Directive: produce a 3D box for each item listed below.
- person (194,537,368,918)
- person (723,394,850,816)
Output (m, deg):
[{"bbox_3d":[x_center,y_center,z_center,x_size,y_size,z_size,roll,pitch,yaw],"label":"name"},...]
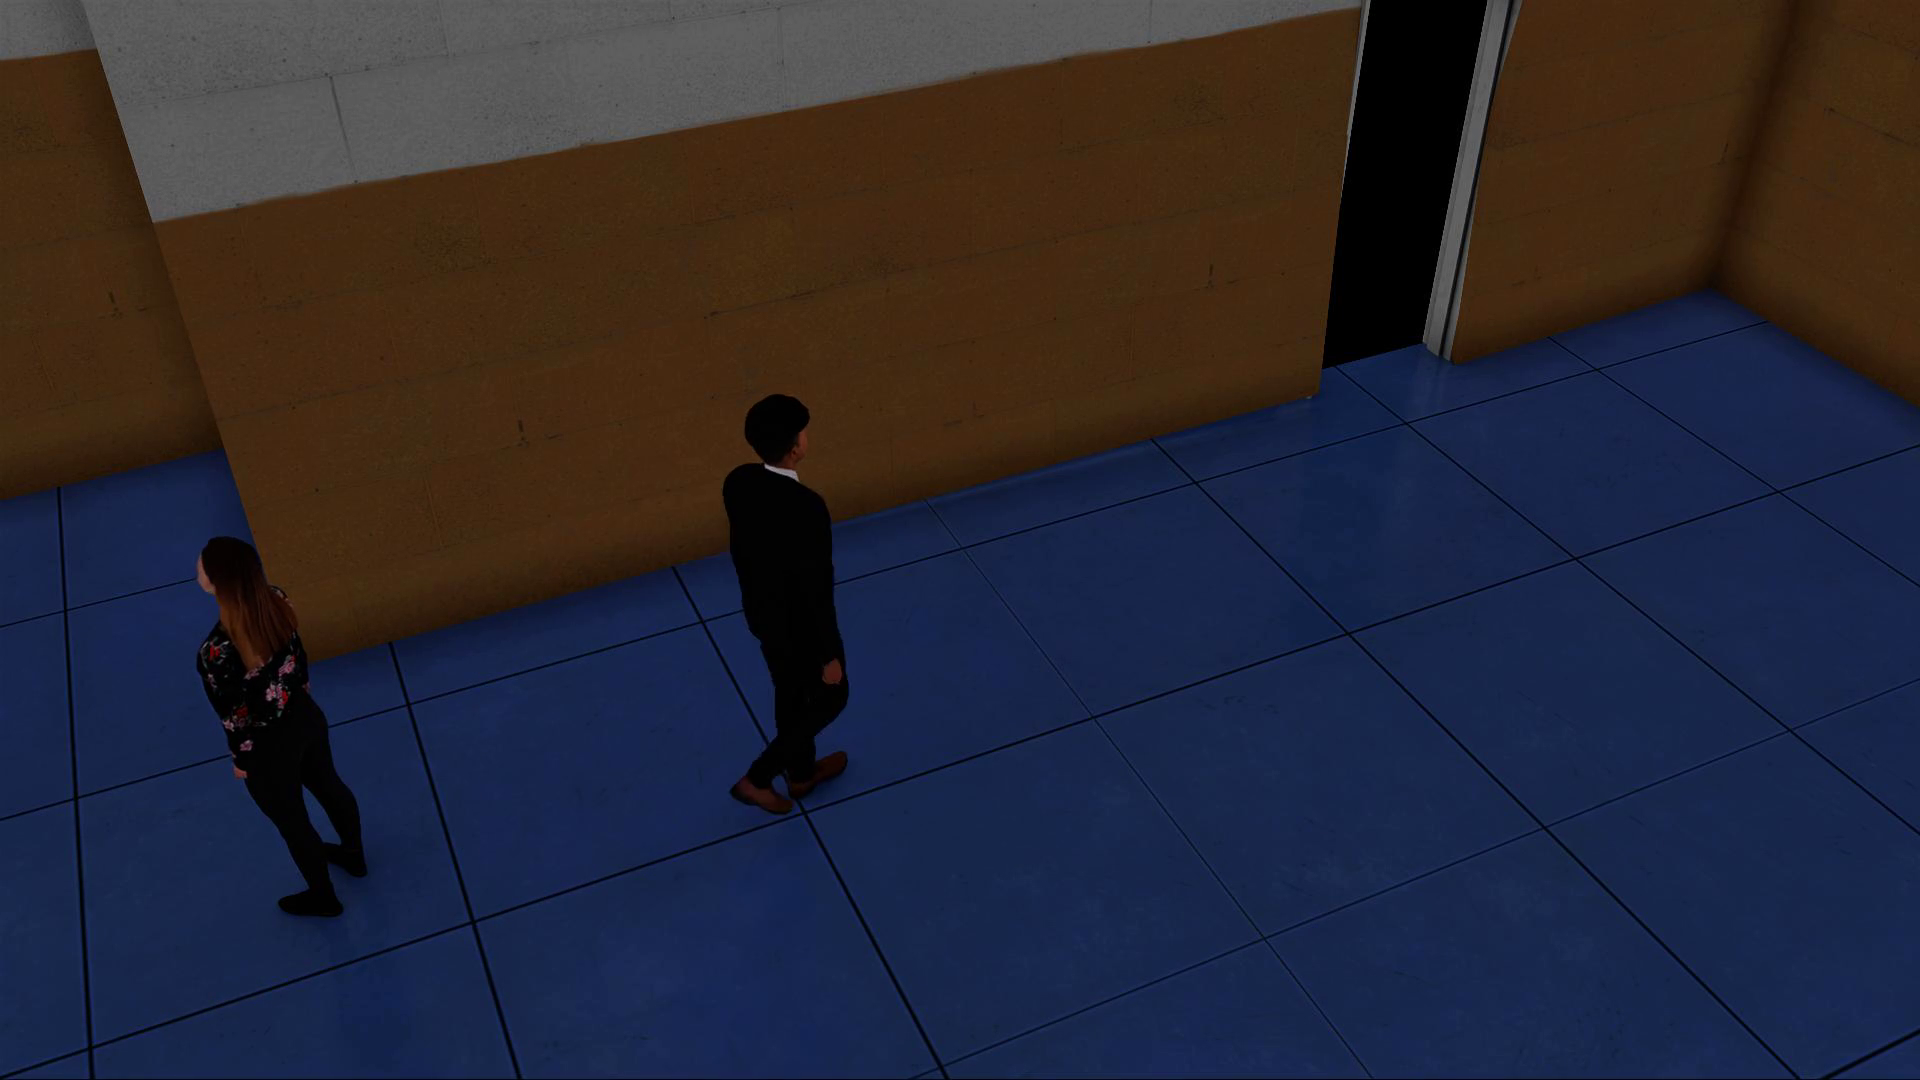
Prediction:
[{"bbox_3d":[-2.412,0.672,5.903,0.706,1.680,0.635,10,38,13],"label":"person"},{"bbox_3d":[-0.698,0.326,6.203,0.919,1.873,0.890,-29,45,-33],"label":"person"}]
